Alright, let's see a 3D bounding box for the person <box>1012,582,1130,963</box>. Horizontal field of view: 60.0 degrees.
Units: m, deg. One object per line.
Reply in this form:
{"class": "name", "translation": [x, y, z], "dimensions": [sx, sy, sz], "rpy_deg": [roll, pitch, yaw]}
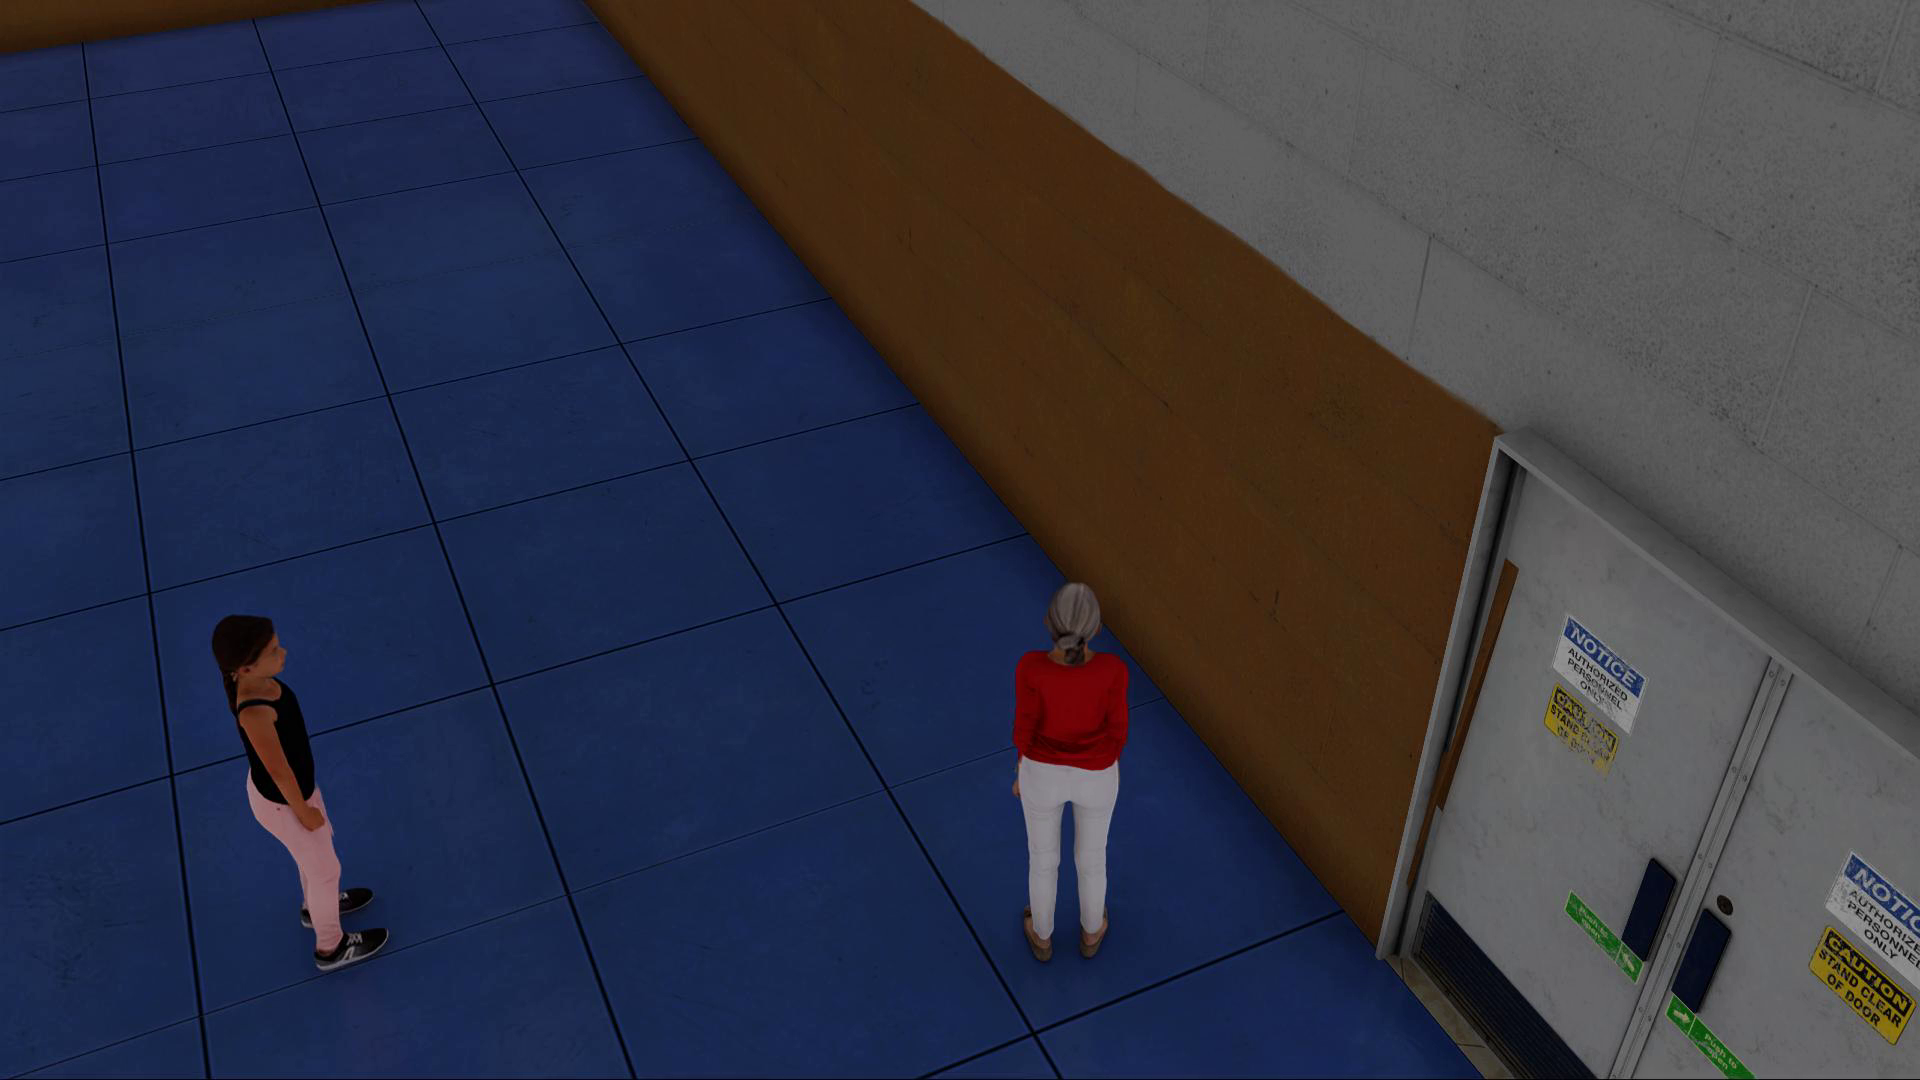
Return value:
{"class": "person", "translation": [0.373, 0.821, 5.717], "dimensions": [0.604, 1.693, 0.694], "rpy_deg": [1, 37, 1]}

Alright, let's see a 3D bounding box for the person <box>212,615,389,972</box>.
{"class": "person", "translation": [-2.326, 0.876, 5.758], "dimensions": [0.505, 1.555, 0.528], "rpy_deg": [-18, 40, -22]}
